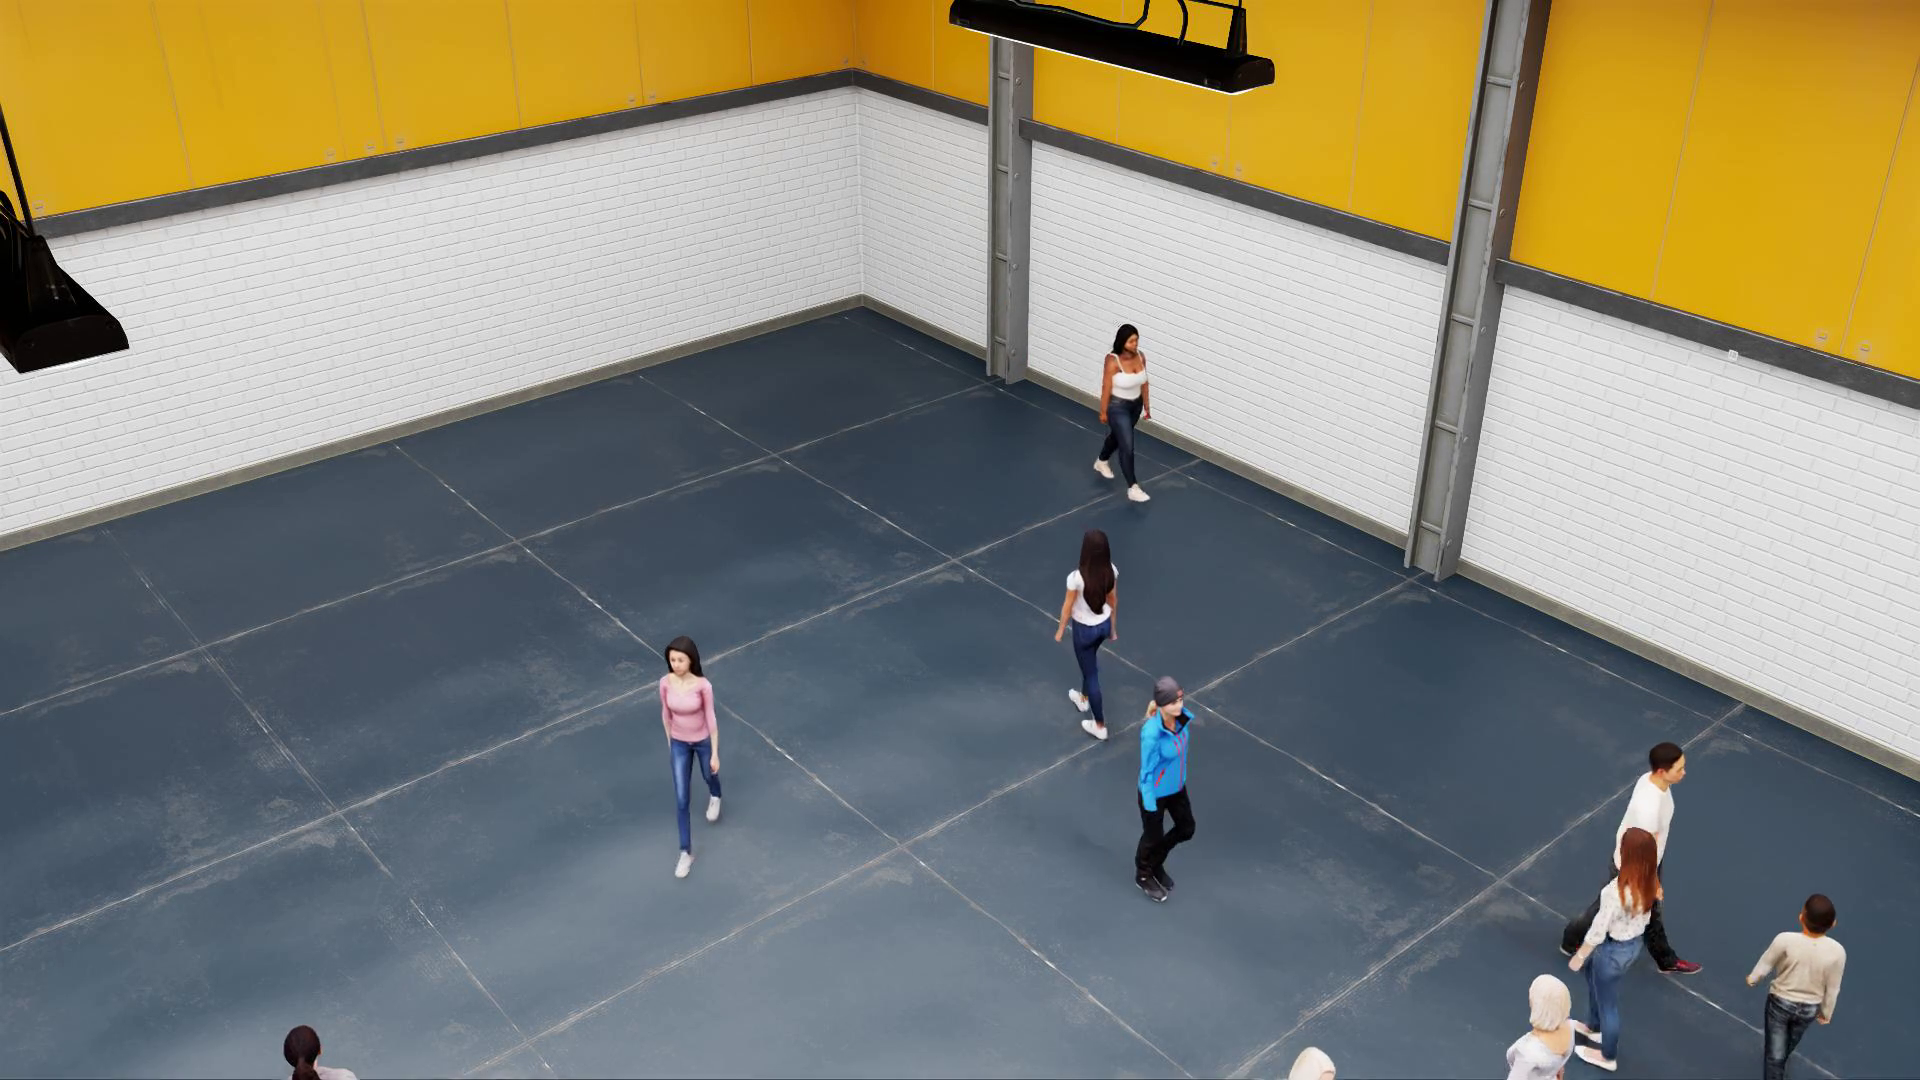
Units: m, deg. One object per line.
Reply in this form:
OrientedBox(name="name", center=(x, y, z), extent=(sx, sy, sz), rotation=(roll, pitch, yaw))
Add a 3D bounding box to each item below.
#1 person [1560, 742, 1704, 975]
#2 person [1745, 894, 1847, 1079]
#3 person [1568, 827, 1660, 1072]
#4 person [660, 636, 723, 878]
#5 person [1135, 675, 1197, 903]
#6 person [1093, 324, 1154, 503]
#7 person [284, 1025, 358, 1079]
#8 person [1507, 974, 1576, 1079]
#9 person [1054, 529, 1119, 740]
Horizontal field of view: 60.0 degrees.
OrientedBox(name="person", center=(4.180, 2.018, 10.518), extent=(1.160, 1.768, 0.872), rotation=(17, 33, 28))
OrientedBox(name="person", center=(4.804, 2.727, 9.558), extent=(0.920, 1.442, 0.933), rotation=(4, 29, 7))
OrientedBox(name="person", center=(3.940, 2.451, 9.776), extent=(0.591, 1.717, 0.630), rotation=(-24, 37, -37))
OrientedBox(name="person", center=(-1.837, 1.406, 11.716), extent=(1.108, 1.695, 1.130), rotation=(4, 29, 8))
OrientedBox(name="person", center=(1.290, 1.647, 11.184), extent=(0.633, 1.782, 0.605), rotation=(-24, 37, -37))
OrientedBox(name="person", center=(1.577, -1.324, 16.646), extent=(0.698, 1.767, 1.158), rotation=(-19, 34, -30))
OrientedBox(name="person", center=(-3.218, 3.210, 8.452), extent=(0.782, 1.653, 0.999), rotation=(-12, 31, -21))
OrientedBox(name="person", center=(3.050, 3.023, 8.704), extent=(0.581, 1.740, 0.566), rotation=(-25, 37, -38))
OrientedBox(name="person", center=(1.067, 0.765, 12.829), extent=(0.620, 1.754, 0.851), rotation=(-20, 34, -32))
